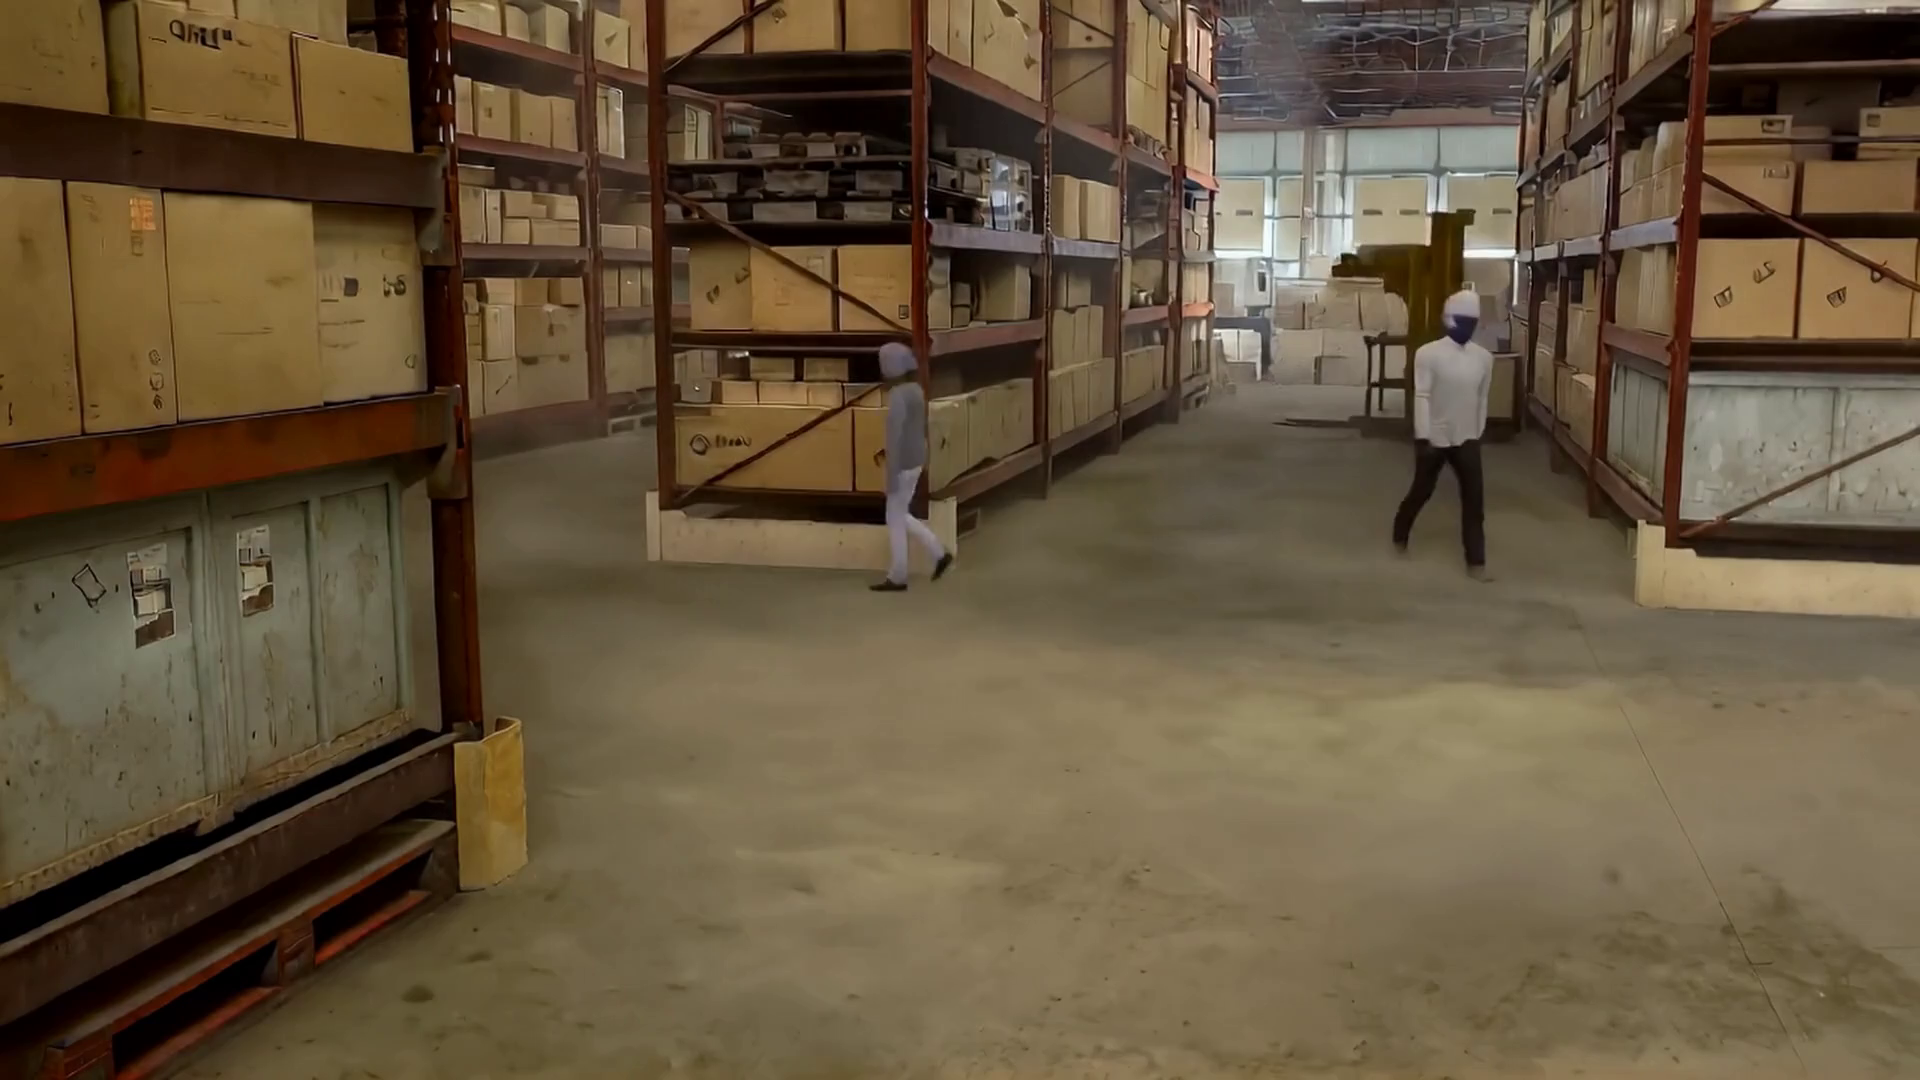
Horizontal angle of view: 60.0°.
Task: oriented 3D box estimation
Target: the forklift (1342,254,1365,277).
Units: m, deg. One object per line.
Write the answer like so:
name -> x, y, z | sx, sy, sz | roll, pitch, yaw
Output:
forklift -> 13.037, -8.079, 55.101 | 1.873, 2.768, 1.129 | -4, 10, -22

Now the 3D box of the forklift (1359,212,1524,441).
forklift -> 6.132, -2.708, 20.980 | 1.873, 2.768, 1.129 | 4, 10, 23

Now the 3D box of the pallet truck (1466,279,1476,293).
pallet truck -> 18.896, -8.459, 60.307 | 1.885, 1.965, 0.823 | 5, 10, 31

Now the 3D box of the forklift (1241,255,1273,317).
forklift -> 10.551, -8.662, 58.805 | 1.129, 2.768, 1.873 | 2, 9, 15

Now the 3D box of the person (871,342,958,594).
person -> -0.311, -0.452, 10.617 | 0.479, 1.616, 0.516 | 3, 9, 18

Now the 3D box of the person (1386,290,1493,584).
person -> 3.292, -0.722, 11.328 | 0.617, 1.958, 1.001 | -2, 9, -12
